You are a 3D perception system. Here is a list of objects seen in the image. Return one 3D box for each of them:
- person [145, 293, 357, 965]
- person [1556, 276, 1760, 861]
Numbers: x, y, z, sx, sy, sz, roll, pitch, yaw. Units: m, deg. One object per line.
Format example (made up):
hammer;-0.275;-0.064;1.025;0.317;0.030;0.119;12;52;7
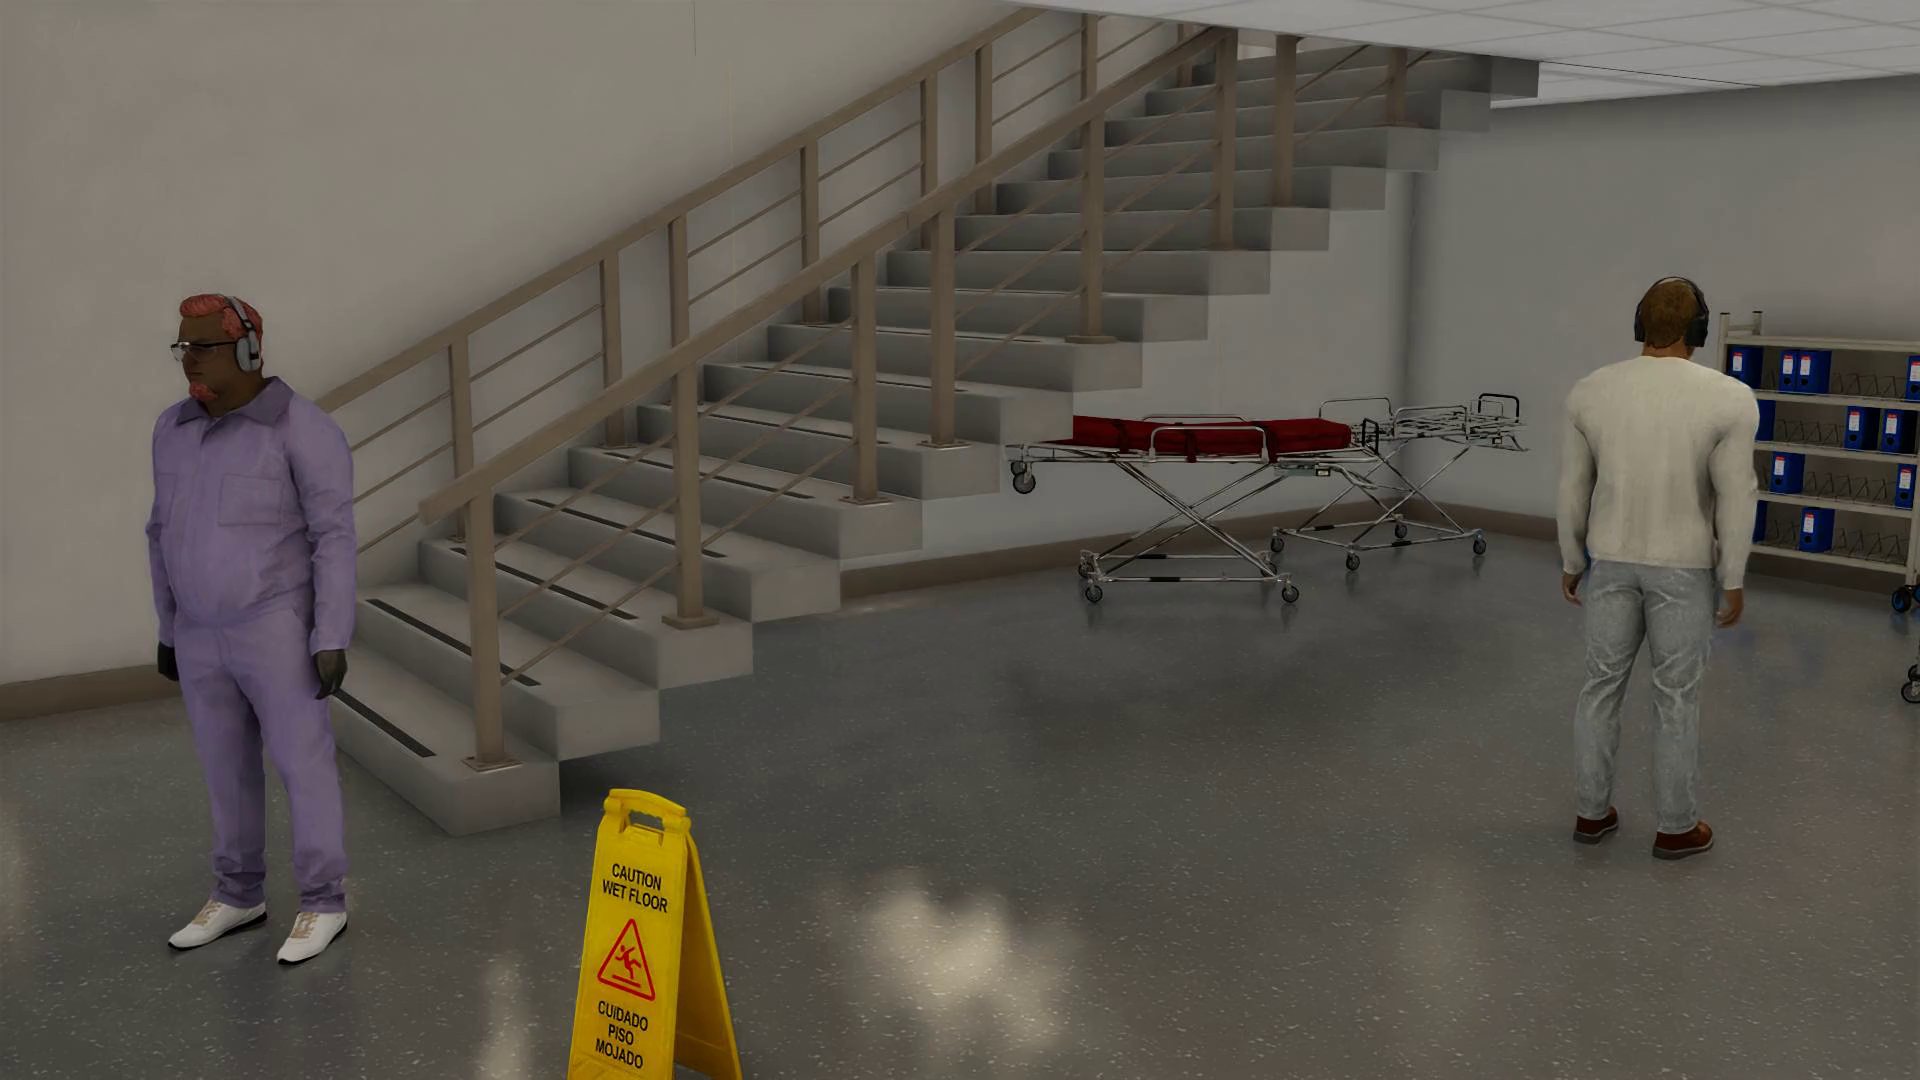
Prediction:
person;-2.035;0.260;4.733;0.648;1.907;0.401;3;10;17
person;2.315;0.096;5.580;0.631;1.938;0.362;8;13;40
